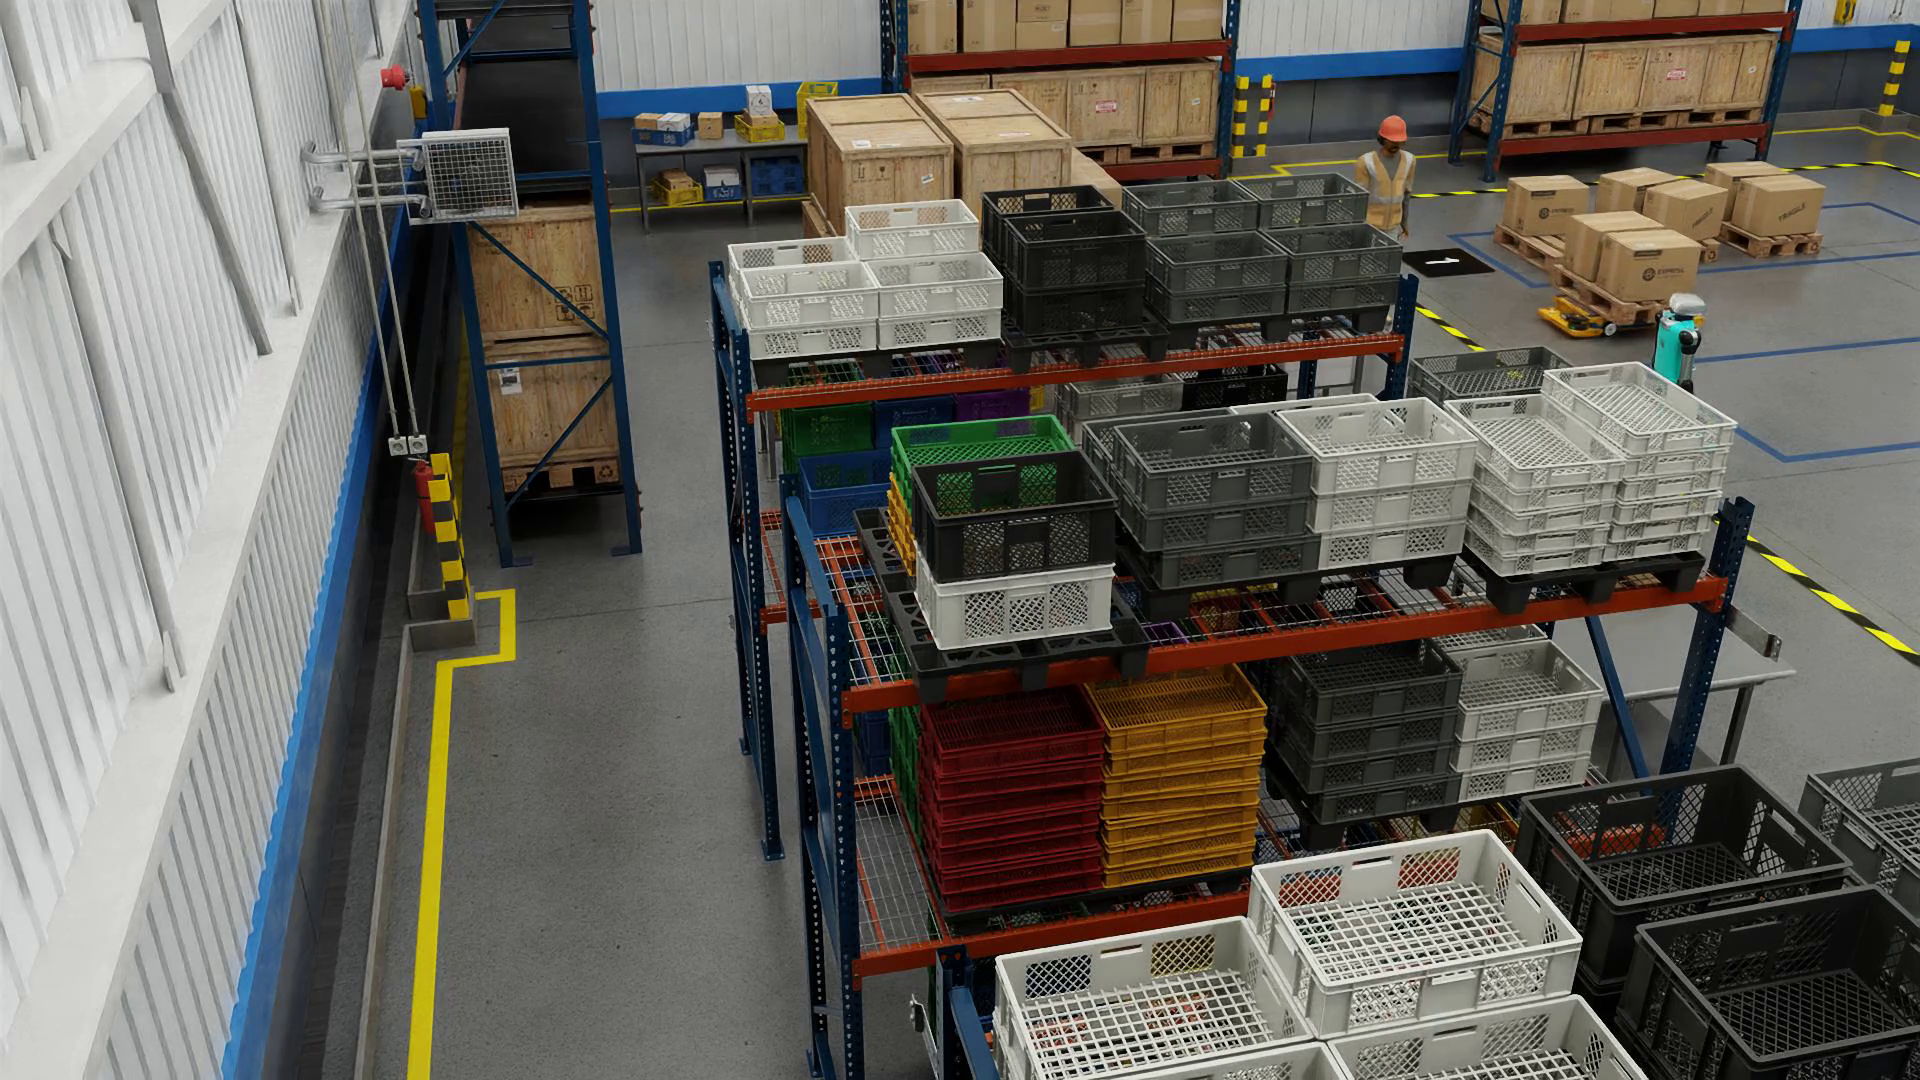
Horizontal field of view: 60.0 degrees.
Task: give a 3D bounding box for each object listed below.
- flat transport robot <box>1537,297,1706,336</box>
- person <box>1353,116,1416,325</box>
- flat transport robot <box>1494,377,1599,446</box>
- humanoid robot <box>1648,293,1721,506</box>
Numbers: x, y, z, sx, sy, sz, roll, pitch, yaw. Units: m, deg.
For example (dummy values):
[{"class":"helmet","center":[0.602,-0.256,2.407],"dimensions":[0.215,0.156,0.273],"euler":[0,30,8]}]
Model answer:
[{"class":"flat transport robot","center":[6.477,-2.242,16.271],"dimensions":[1.431,0.197,0.652],"euler":[-6,28,-12]},{"class":"person","center":[4.037,-3.040,15.916],"dimensions":[0.615,2.039,0.379],"euler":[-7,29,-12]},{"class":"flat transport robot","center":[4.780,-1.036,14.013],"dimensions":[0.659,0.231,1.431],"euler":[-6,28,-12]},{"class":"humanoid robot","center":[5.402,-1.006,12.240],"dimensions":[0.735,1.673,0.533],"euler":[-2,28,-3]}]
